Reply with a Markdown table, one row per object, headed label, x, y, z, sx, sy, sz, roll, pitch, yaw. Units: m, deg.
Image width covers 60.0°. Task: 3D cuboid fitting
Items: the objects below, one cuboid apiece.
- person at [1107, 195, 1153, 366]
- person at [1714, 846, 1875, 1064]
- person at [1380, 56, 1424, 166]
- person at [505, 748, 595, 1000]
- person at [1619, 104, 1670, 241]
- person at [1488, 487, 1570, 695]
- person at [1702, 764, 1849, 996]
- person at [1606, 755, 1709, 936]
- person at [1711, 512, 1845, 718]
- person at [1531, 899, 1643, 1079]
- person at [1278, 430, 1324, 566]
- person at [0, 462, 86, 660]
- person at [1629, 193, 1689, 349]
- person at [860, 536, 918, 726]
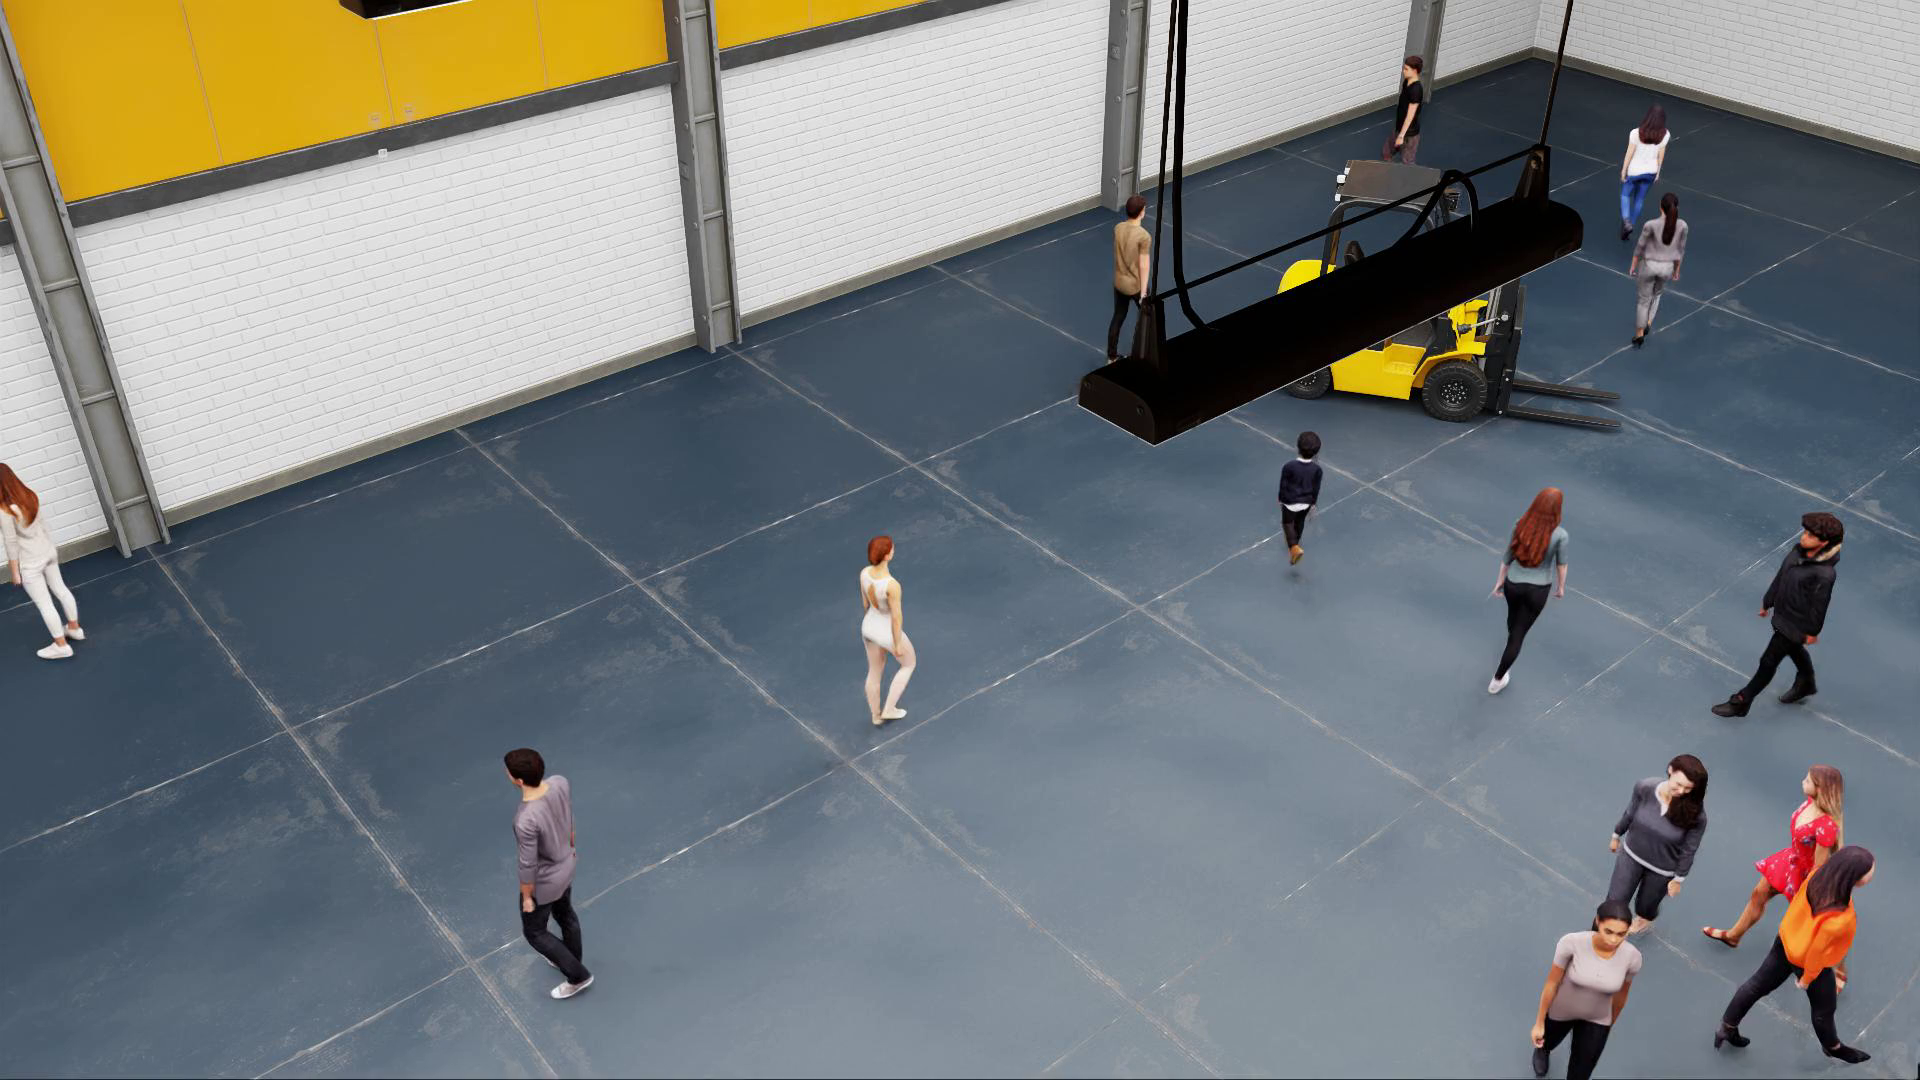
| label | x | y | z | sx | sy | sz | roll | pitch | yaw |
| --- | --- | --- | --- | --- | --- | --- | --- | --- | --- |
| person | 1.657 | -2.564 | 16.838 | 0.755 | 1.831 | 0.669 | -26 | 41 | -33 |
| person | 4.735 | 2.377 | 9.514 | 1.138 | 1.710 | 1.074 | 2 | 34 | 3 |
| person | 5.614 | -5.071 | 20.594 | 1.013 | 1.848 | 0.941 | -3 | 34 | -4 |
| person | -2.445 | 1.987 | 9.980 | 0.868 | 1.844 | 0.770 | 11 | 35 | 15 |
| person | 8.004 | -4.256 | 19.530 | 0.875 | 1.669 | 0.951 | 5 | 34 | 7 |
| person | 4.214 | 0.424 | 12.452 | 0.827 | 1.710 | 1.115 | 19 | 38 | 26 |
| person | 5.238 | 2.073 | 10.122 | 1.077 | 1.544 | 1.070 | 3 | 34 | 5 |
| person | 4.256 | 1.927 | 10.170 | 1.052 | 1.732 | 0.763 | -29 | 43 | -36 |
| person | 6.208 | 0.556 | 12.220 | 1.202 | 1.747 | 1.039 | -3 | 34 | -4 |
| person | 3.396 | 2.583 | 9.205 | 0.999 | 1.709 | 1.233 | 12 | 35 | 17 |
| person | 2.867 | -0.346 | 14.057 | 0.763 | 1.216 | 0.779 | -3 | 34 | -4 |
| person | -7.152 | 0.135 | 12.888 | 0.755 | 1.709 | 0.694 | 3 | 34 | 5 |
| person | 7.249 | -2.760 | 17.286 | 0.780 | 1.663 | 0.840 | 2 | 34 | 4 |
| person | -0.608 | 0.714 | 12.084 | 0.617 | 1.635 | 0.605 | 25 | 41 | 33 |
